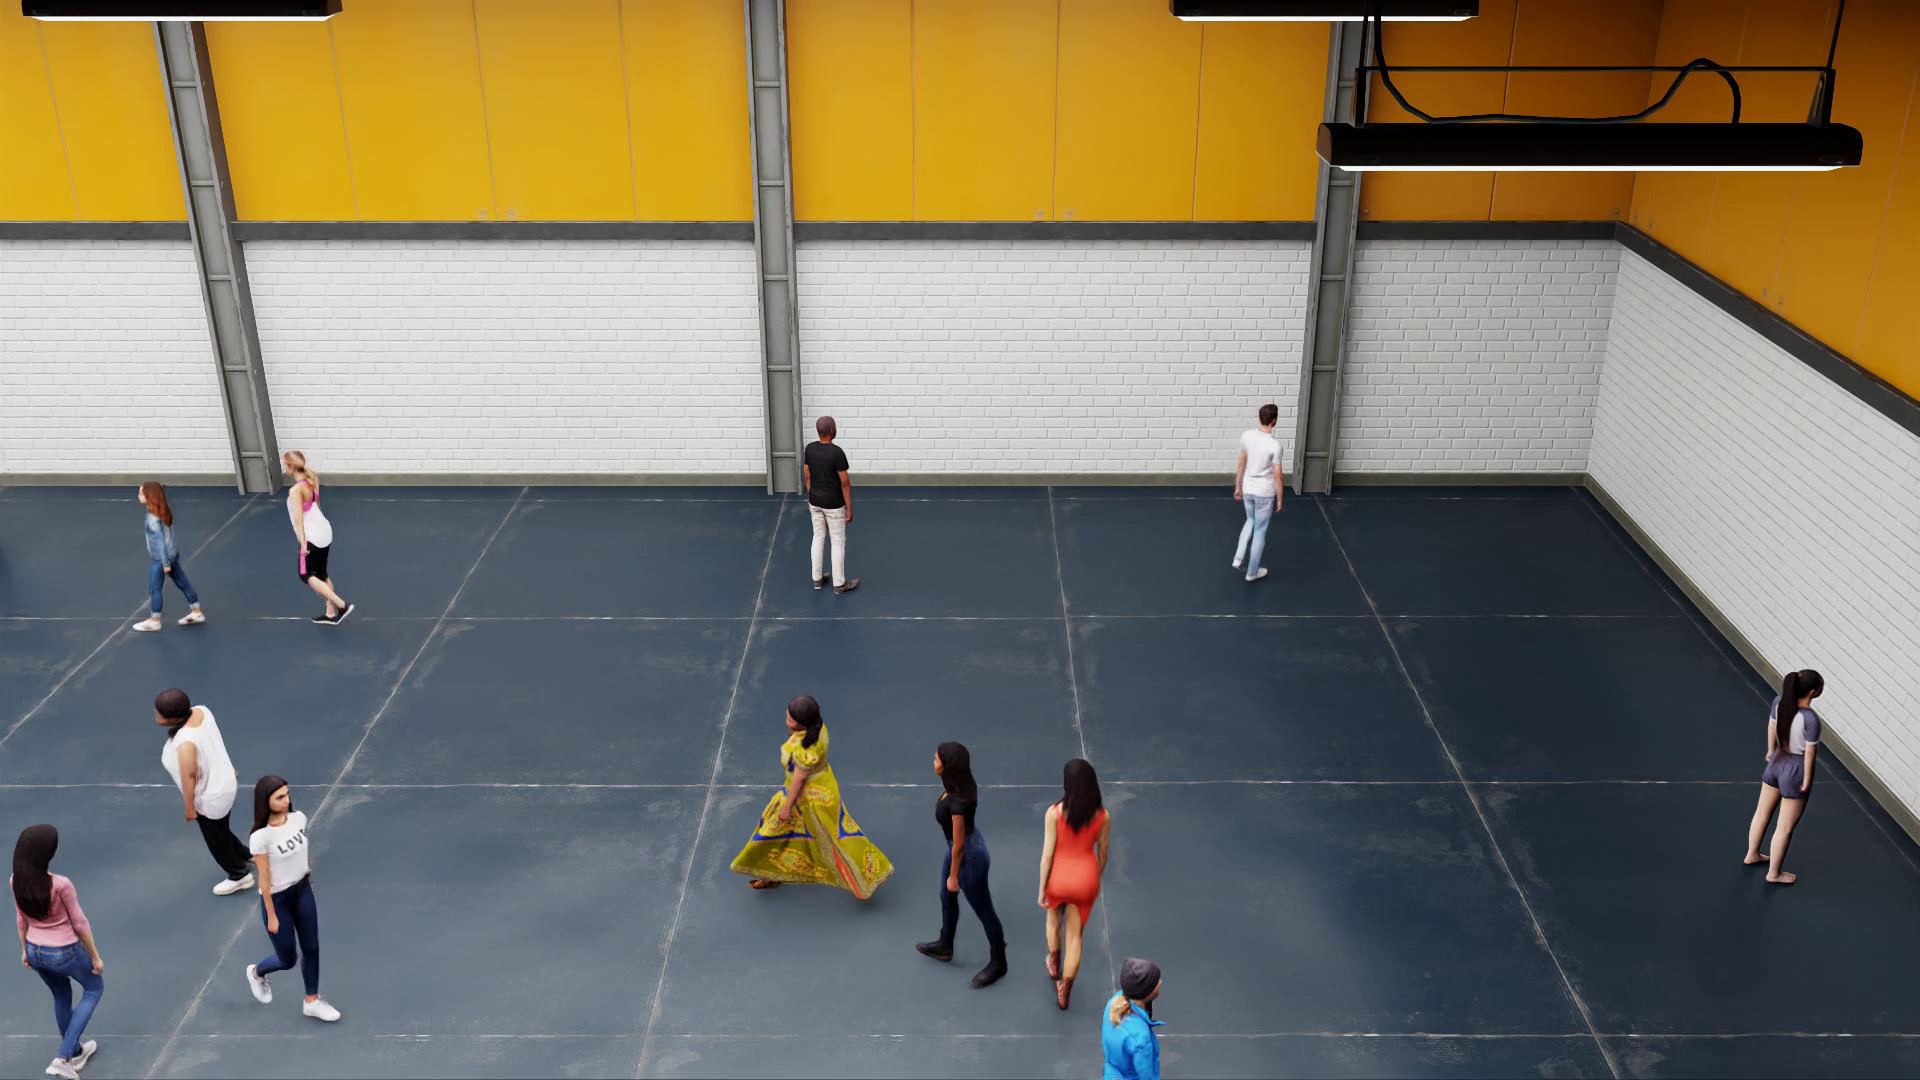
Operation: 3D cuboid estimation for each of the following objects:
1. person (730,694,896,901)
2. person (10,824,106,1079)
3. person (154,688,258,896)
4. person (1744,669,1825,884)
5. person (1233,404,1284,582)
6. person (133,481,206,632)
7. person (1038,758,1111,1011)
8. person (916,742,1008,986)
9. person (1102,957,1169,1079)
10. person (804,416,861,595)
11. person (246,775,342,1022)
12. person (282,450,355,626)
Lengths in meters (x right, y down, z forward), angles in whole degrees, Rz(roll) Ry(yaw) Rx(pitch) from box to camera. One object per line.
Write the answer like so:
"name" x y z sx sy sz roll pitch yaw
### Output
"person" -0.929 1.816 11.538 1.402 1.600 0.792 -1 24 -2
"person" -5.376 2.487 9.839 0.746 1.733 0.757 2 24 6
"person" -5.237 1.737 11.646 0.704 1.659 0.751 1 24 3
"person" 5.883 1.659 11.836 0.587 1.650 0.637 -5 24 -12
"person" 2.888 -0.436 16.389 0.884 1.843 0.830 -20 31 -38
"person" -7.354 0.139 15.551 0.881 1.461 0.673 -5 24 -11
"person" 0.723 2.230 10.483 0.695 1.689 0.673 -2 24 -5
"person" 0.098 2.098 10.762 0.818 1.707 0.555 -2 24 -5
"person" 0.773 2.978 8.696 1.156 1.748 0.664 -1 24 -3
"person" -1.292 -0.355 16.250 0.704 1.805 0.821 13 27 27
"person" -4.258 2.245 10.361 0.954 1.758 0.799 10 25 21
"person" -5.915 0.014 15.451 0.807 1.770 0.730 6 24 13
